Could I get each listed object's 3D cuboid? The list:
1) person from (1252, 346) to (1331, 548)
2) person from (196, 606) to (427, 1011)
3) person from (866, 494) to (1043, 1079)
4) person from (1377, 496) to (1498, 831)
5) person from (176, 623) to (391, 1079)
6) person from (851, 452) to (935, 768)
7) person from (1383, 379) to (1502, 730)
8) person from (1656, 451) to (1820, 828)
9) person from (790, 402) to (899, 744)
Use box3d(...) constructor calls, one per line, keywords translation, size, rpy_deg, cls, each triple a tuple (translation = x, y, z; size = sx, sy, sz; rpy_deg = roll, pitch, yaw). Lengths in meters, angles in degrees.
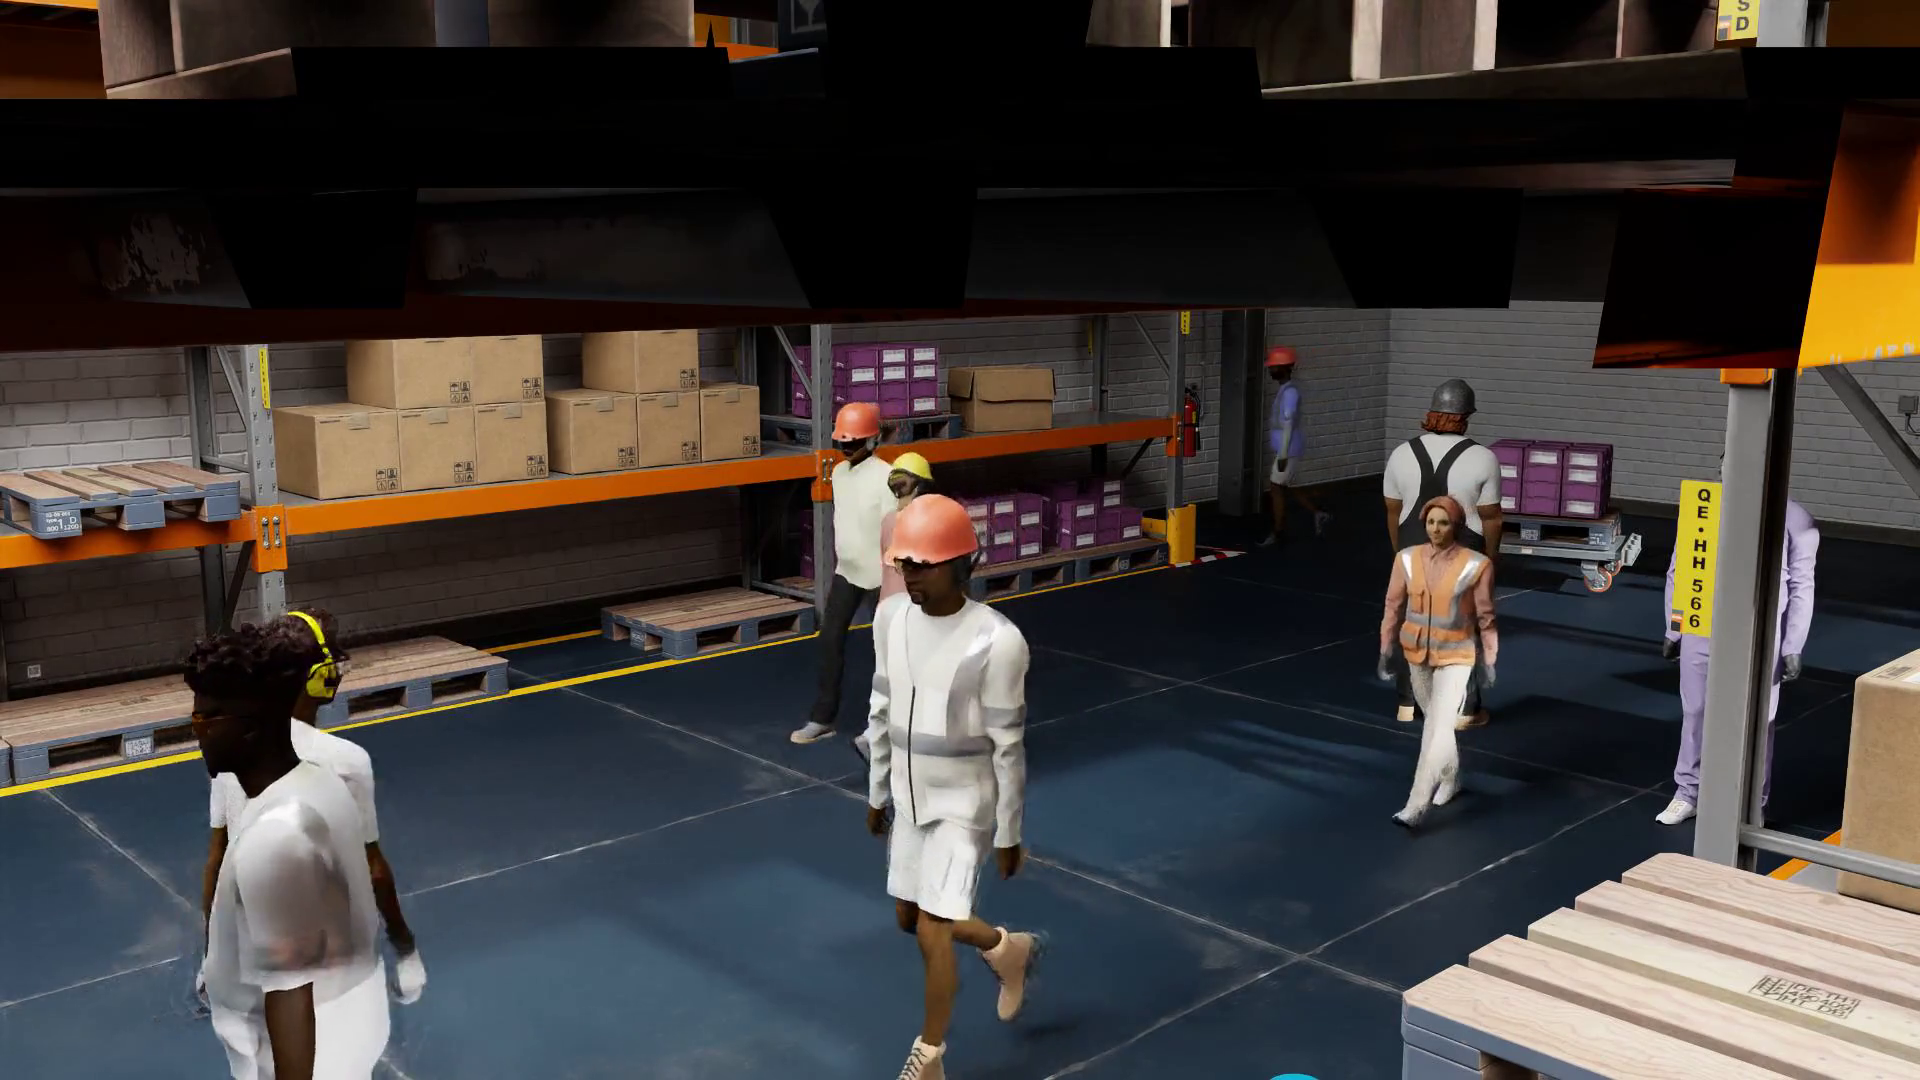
box3d(translation=(3.127, -0.860, 15.577), size=(0.652, 1.916, 0.544), rpy_deg=(1, 10, 6), cls="person")
box3d(translation=(-1.746, 1.082, 4.483), size=(0.539, 1.815, 0.997), rpy_deg=(4, 11, 24), cls="person")
box3d(translation=(0.006, 0.821, 5.415), size=(0.645, 2.015, 0.779), rpy_deg=(9, 13, 42), cls="person")
box3d(translation=(2.285, 0.578, 8.035), size=(0.539, 1.586, 0.879), rpy_deg=(8, 13, 41), cls="person")
box3d(translation=(-1.546, 1.147, 3.696), size=(0.620, 1.942, 0.650), rpy_deg=(-2, 10, -10), cls="person")
box3d(translation=(-0.304, 0.420, 8.568), size=(0.450, 1.730, 0.546), rpy_deg=(-3, 10, -18), cls="person")
box3d(translation=(2.839, 0.075, 9.699), size=(0.682, 2.000, 0.537), rpy_deg=(7, 12, 36), cls="person")
box3d(translation=(3.637, 0.459, 7.843), size=(0.653, 1.906, 0.408), rpy_deg=(9, 13, 42), cls="person")
box3d(translation=(-0.483, 0.166, 9.476), size=(0.986, 1.943, 0.631), rpy_deg=(-8, 13, -41), cls="person")
